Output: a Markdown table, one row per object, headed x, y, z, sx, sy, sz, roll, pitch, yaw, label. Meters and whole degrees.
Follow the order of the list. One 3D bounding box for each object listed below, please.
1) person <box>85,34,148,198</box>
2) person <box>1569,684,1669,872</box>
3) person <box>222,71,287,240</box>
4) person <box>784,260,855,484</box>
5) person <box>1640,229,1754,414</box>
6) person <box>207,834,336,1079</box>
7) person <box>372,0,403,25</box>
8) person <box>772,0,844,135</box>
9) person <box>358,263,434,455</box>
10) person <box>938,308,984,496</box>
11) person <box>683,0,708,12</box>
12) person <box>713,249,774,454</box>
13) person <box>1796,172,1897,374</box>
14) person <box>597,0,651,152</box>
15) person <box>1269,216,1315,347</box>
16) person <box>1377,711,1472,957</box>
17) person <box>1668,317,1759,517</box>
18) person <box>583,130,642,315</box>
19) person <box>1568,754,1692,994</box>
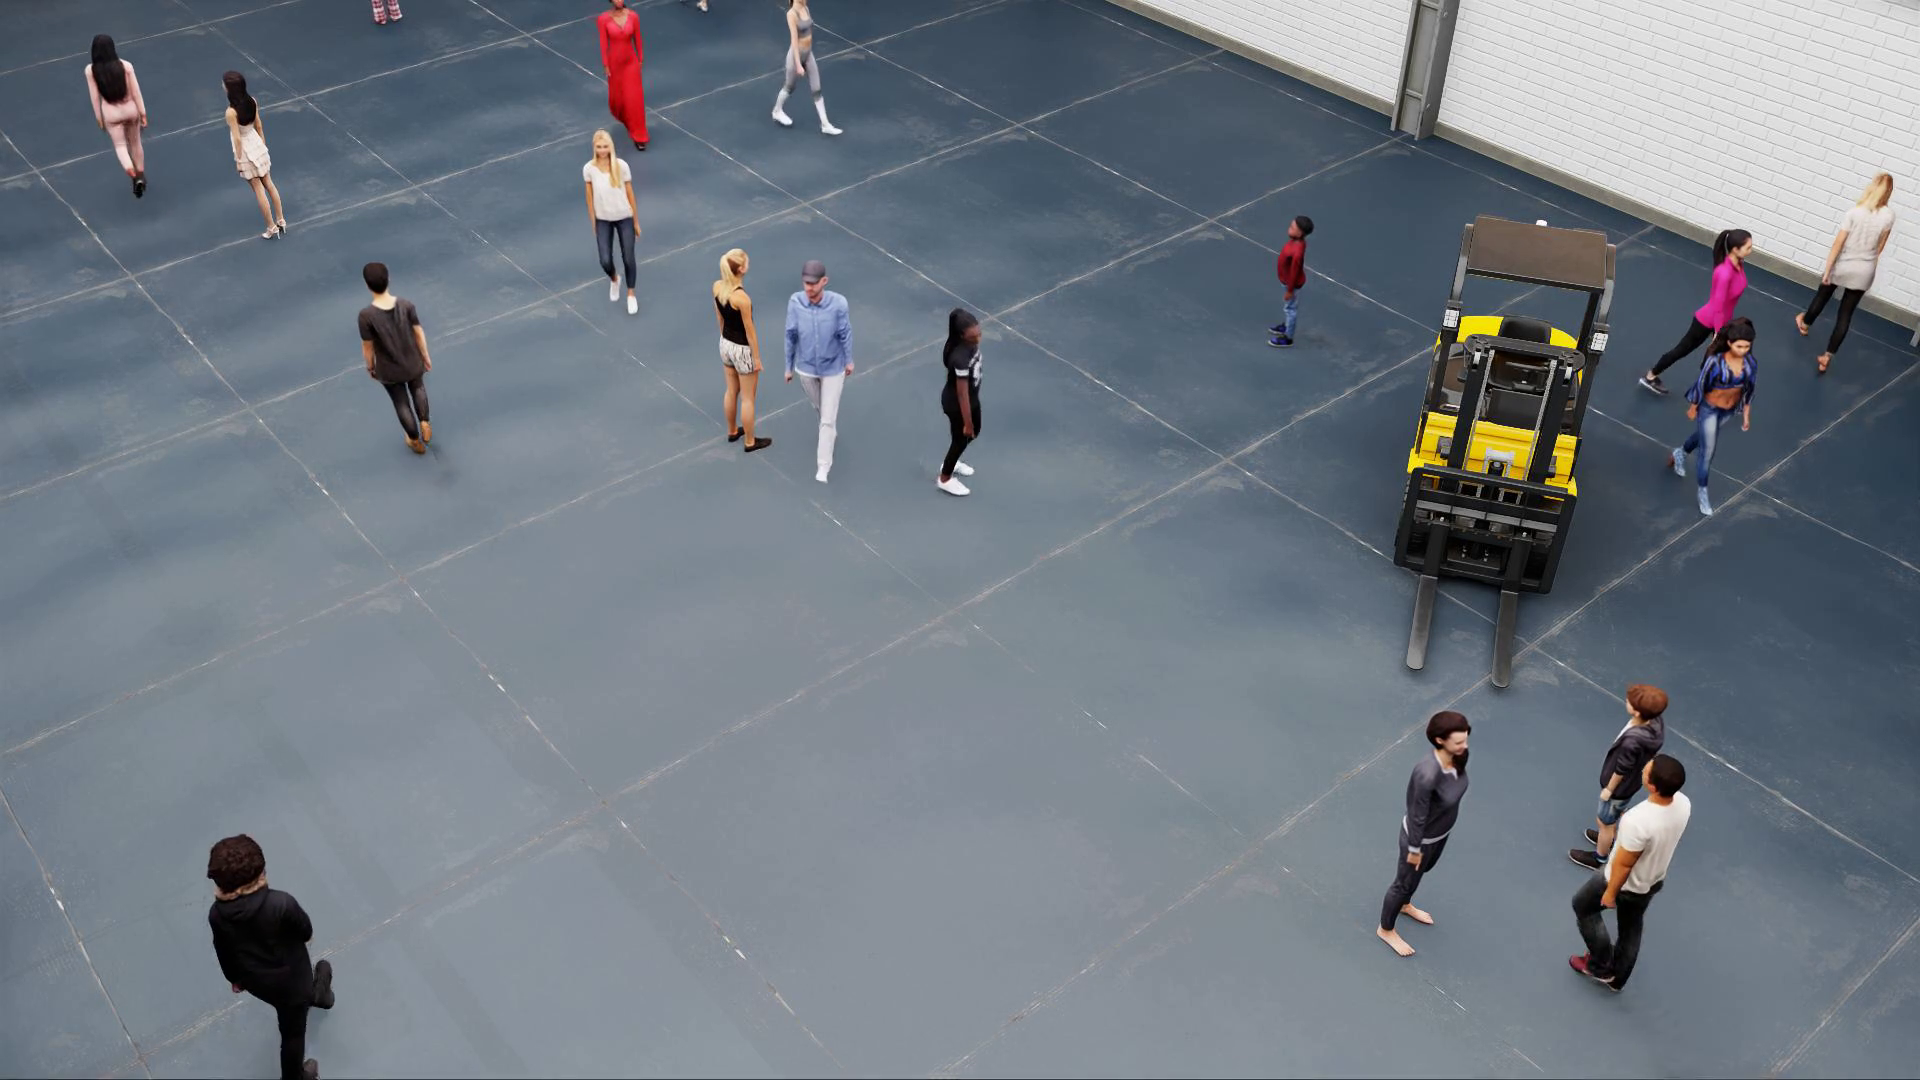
| x | y | z | sx | sy | sz | roll | pitch | yaw | label |
| --- | --- | --- | --- | --- | --- | --- | --- | --- | --- |
| -8.594 | -4.309 | 17.081 | 0.765 | 1.700 | 1.032 | -19 | 42 | -22 | person |
| 4.025 | 1.437 | 10.090 | 0.531 | 1.445 | 0.557 | 30 | 47 | 32 | person |
| -6.970 | -3.790 | 16.401 | 0.678 | 1.736 | 0.660 | 12 | 40 | 15 | person |
| -1.104 | -1.435 | 13.367 | 1.170 | 1.842 | 1.188 | 6 | 39 | 7 | person |
| 6.268 | -1.867 | 14.068 | 1.186 | 1.653 | 0.757 | 26 | 46 | 29 | person |
| -3.604 | 2.344 | 8.738 | 1.039 | 1.715 | 1.151 | 0 | 39 | 0 | person |
| -7.383 | -7.350 | 20.884 | 0.640 | 1.706 | 0.539 | -21 | 43 | -24 | person |
| -1.841 | -5.306 | 18.362 | 1.211 | 1.659 | 0.854 | 19 | 42 | 22 | person |
| -4.518 | -1.419 | 13.459 | 0.671 | 1.703 | 0.612 | -21 | 43 | -24 | person |
| -0.033 | -1.076 | 13.023 | 0.820 | 1.711 | 0.781 | -1 | 39 | -2 | person |
| -3.378 | -7.505 | 21.279 | 0.621 | 1.455 | 0.906 | -23 | 44 | -26 | person |
| -1.807 | -1.552 | 13.514 | 0.473 | 1.843 | 0.671 | 30 | 47 | 32 | person |
| 7.774 | -2.283 | 14.471 | 1.068 | 1.791 | 1.040 | 9 | 40 | 11 | person |
| -3.685 | -5.175 | 18.126 | 0.866 | 1.759 | 1.127 | -12 | 40 | -15 | person |
| 3.003 | -2.347 | 14.979 | 0.632 | 1.257 | 0.584 | 7 | 39 | 8 | person |
| 2.678 | 1.652 | 9.562 | 0.604 | 1.768 | 0.665 | 24 | 45 | 27 | person |
| 5.925 | -1.053 | 13.099 | 0.933 | 1.581 | 1.112 | -6 | 39 | -8 | person |
| -3.170 | -2.959 | 15.312 | 0.757 | 1.797 | 0.815 | -6 | 39 | -7 | person |
| 3.792 | 1.924 | 9.214 | 0.716 | 1.788 | 0.675 | -20 | 43 | -23 | person |
